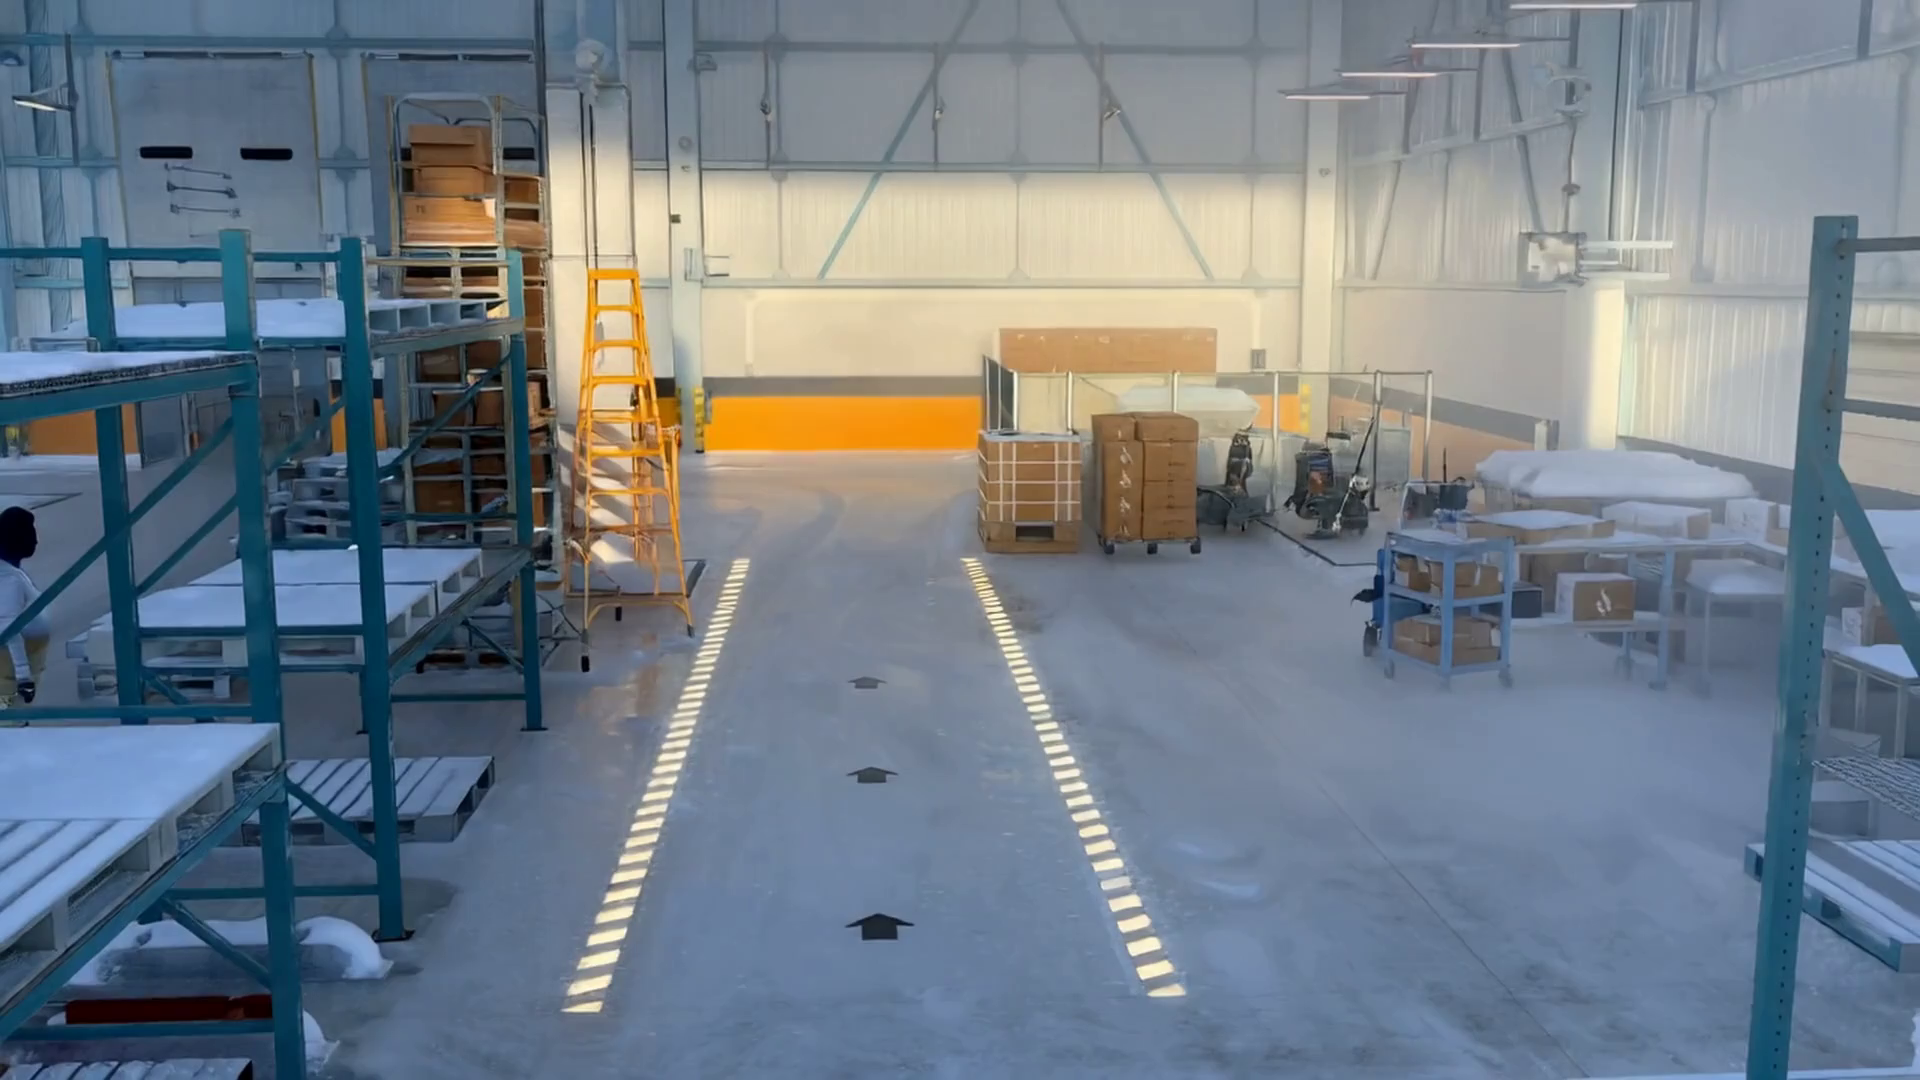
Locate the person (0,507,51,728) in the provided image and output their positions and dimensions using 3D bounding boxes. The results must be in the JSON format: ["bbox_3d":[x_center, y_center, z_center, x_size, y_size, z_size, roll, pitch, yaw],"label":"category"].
[{"bbox_3d":[-4.909,0.668,8.670,0.322,1.689,0.530,-5,10,-28],"label":"person"}]

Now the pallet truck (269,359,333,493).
[{"bbox_3d":[-7.062,-1.131,18.996,1.885,1.965,0.823,2,9,13],"label":"pallet truck"}]
